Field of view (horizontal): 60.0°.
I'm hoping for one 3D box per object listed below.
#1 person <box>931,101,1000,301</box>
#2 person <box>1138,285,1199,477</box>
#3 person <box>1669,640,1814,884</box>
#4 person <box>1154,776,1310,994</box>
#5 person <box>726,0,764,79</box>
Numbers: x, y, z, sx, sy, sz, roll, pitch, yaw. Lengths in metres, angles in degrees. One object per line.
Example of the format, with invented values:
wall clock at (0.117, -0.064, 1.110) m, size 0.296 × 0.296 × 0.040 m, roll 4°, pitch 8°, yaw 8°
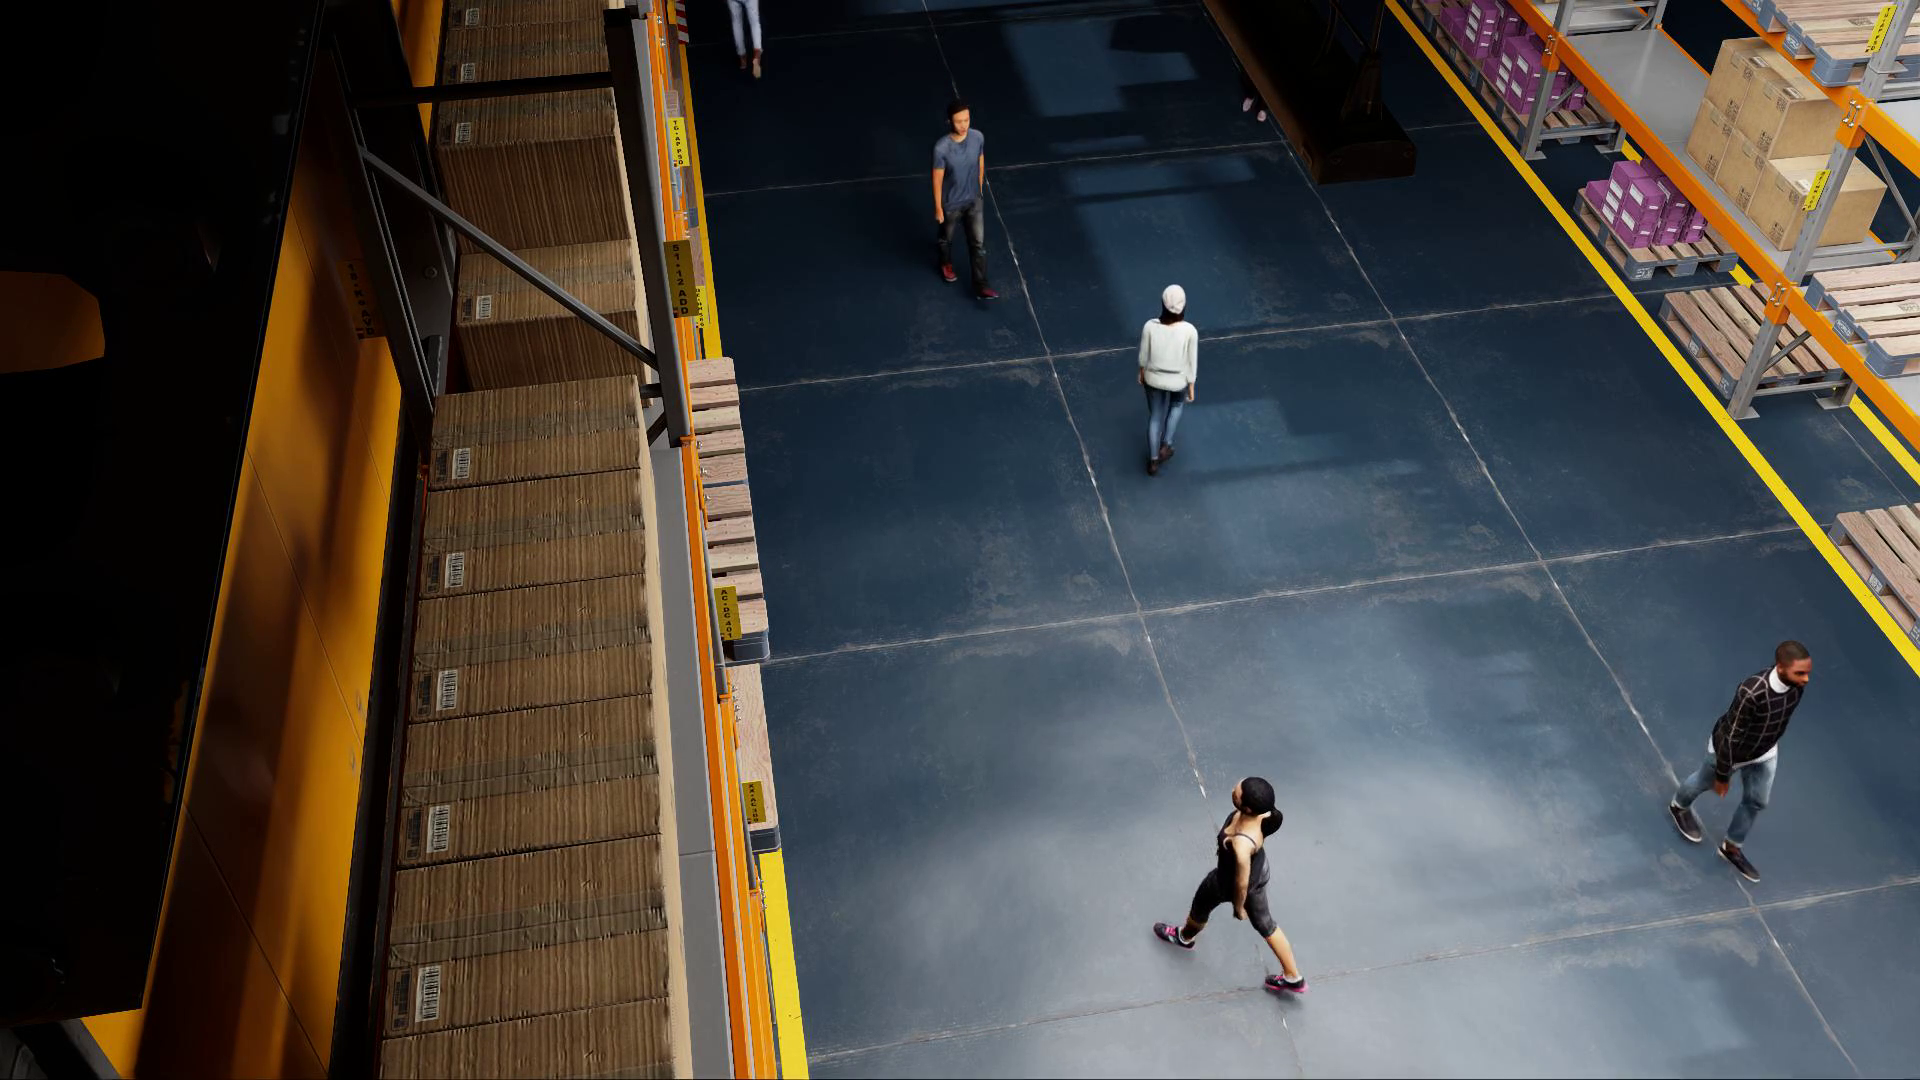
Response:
person at (-0.055, -2.906, 13.980) m, size 0.886 × 1.774 × 1.175 m, roll -19°, pitch 47°, yaw -19°
person at (1.507, -1.133, 12.220) m, size 0.704 × 1.635 × 0.729 m, roll 9°, pitch 44°, yaw 10°
person at (4.499, 1.140, 9.721) m, size 0.811 × 1.791 × 0.985 m, roll -15°, pitch 46°, yaw -15°
person at (1.614, 1.881, 9.022) m, size 1.134 × 1.682 × 1.112 m, roll 23°, pitch 48°, yaw 23°
person at (-2.186, -5.506, 16.677) m, size 0.676 × 1.819 × 0.971 m, roll -9°, pitch 44°, yaw -10°
